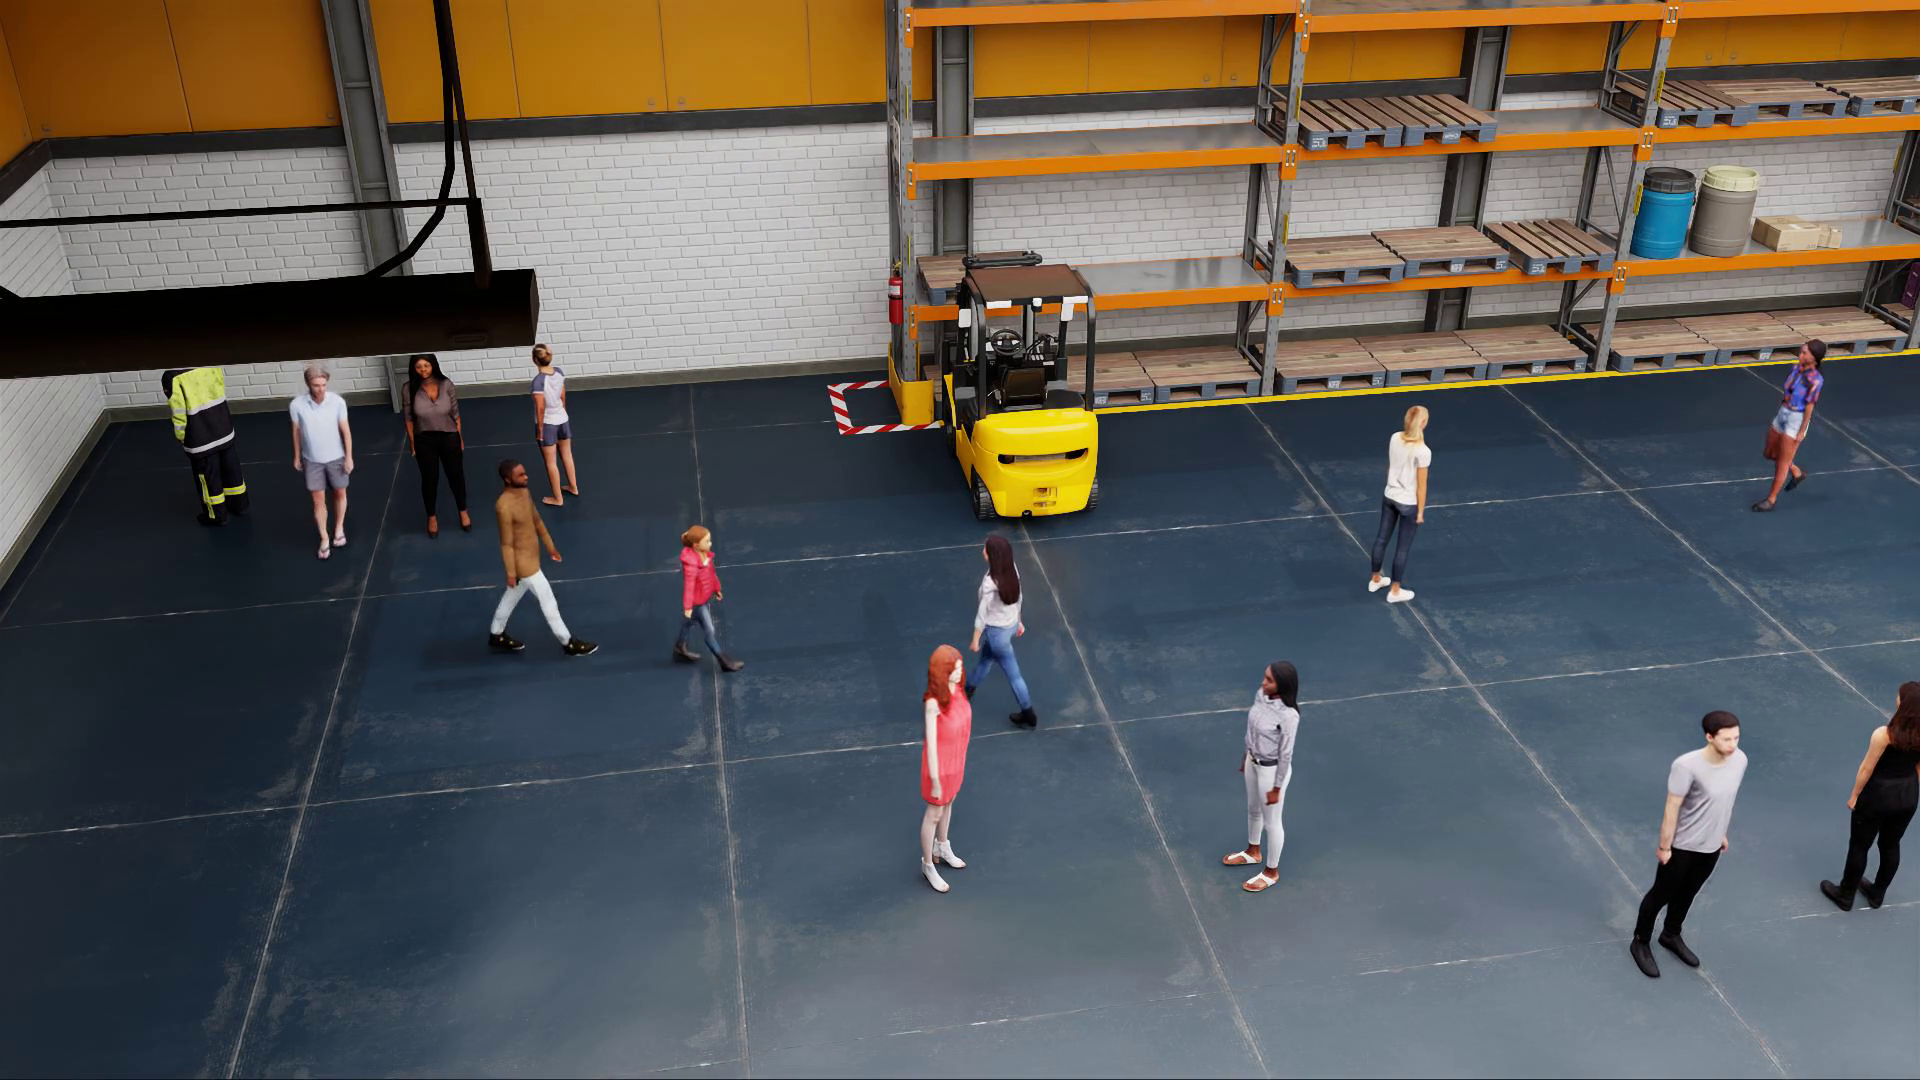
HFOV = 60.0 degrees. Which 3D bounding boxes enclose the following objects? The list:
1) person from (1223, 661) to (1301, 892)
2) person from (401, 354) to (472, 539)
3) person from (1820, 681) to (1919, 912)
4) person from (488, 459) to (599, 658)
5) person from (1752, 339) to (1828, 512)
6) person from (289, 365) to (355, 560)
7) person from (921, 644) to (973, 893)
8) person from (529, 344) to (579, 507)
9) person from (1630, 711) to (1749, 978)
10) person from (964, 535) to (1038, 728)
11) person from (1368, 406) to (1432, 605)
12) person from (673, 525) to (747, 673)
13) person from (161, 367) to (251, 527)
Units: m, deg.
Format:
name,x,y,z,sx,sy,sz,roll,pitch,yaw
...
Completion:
name,x,y,z,sx,sy,sz,roll,pitch,yaw
person,2.022,1.522,10.946,0.569,1.724,0.625,-9,30,-17
person,-4.805,-0.900,15.264,0.621,1.841,0.771,-12,31,-21
person,5.980,1.662,10.729,0.481,1.686,0.639,-3,29,-5
person,-3.593,0.167,13.377,1.218,1.774,0.819,1,29,2
person,7.930,-1.079,15.705,0.830,1.732,0.600,-6,29,-11
person,-5.758,-0.785,15.089,0.751,1.808,0.826,-8,30,-14
person,-0.107,1.472,10.932,0.705,1.826,0.680,13,31,22
person,-3.890,-1.111,15.877,0.717,1.624,0.675,15,32,25
person,4.499,1.833,10.232,0.525,1.863,0.746,-8,30,-14
person,0.383,0.727,12.549,1.129,1.585,0.996,13,31,23
person,3.776,-0.317,14.229,0.626,1.809,0.641,-18,33,-29
person,-2.151,0.468,13.339,0.981,1.282,0.771,8,30,14
person,-7.040,-1.090,15.464,0.890,1.983,0.872,14,31,23
